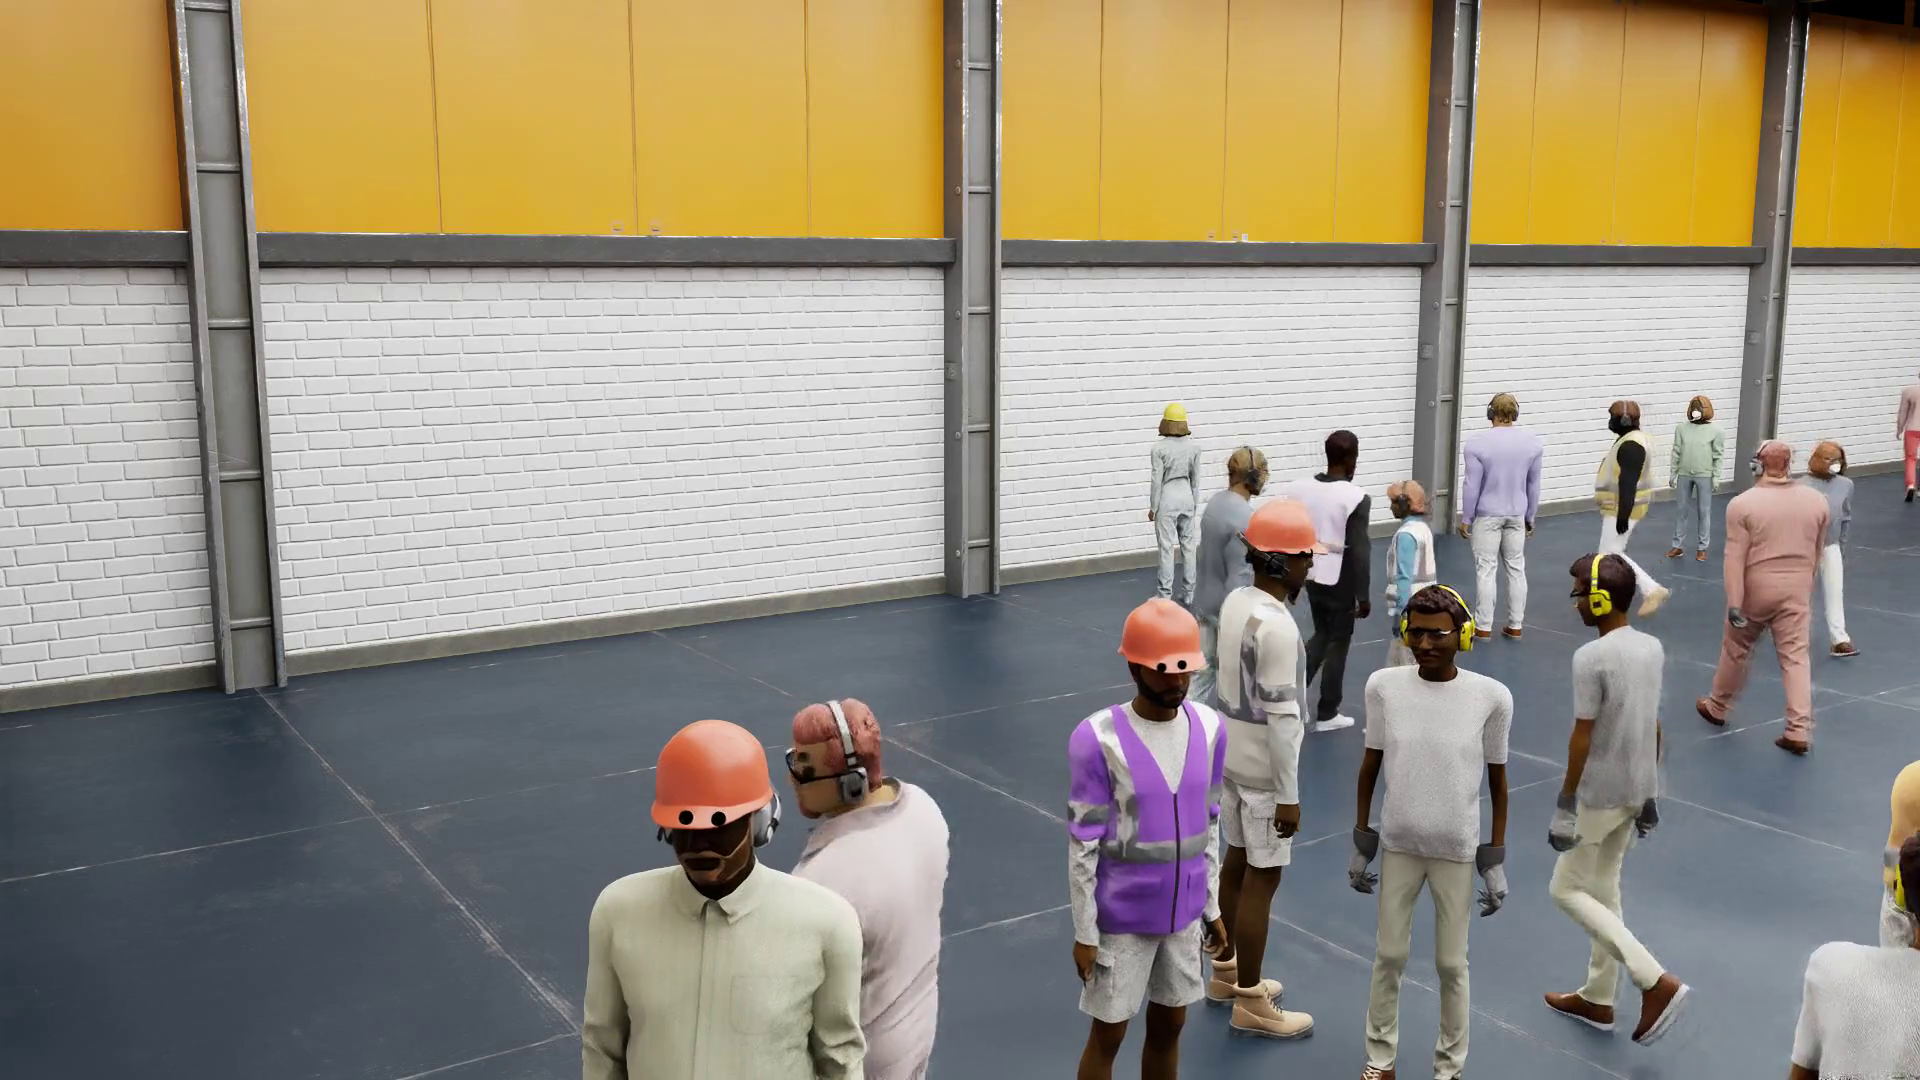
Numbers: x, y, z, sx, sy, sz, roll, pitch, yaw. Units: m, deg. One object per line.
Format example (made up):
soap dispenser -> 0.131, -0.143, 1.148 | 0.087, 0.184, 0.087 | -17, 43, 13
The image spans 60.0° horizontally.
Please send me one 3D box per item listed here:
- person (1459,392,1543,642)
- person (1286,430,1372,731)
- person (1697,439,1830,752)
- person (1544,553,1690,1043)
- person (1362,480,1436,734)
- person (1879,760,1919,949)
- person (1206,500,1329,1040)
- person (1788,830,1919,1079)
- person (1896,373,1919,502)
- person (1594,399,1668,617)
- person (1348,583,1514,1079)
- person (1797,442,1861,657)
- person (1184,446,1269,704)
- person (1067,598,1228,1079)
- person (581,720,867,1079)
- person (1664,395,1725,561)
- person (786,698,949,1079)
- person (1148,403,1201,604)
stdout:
person -> 4.162, -0.172, 12.854 | 0.629, 1.939, 0.371 | -1, 9, -7
person -> 2.295, 0.259, 10.349 | 0.464, 1.899, 0.599 | -6, 11, -33
person -> 4.945, 0.318, 10.163 | 0.648, 1.855, 0.986 | 0, 9, 1
person -> 2.470, 0.976, 6.196 | 0.566, 1.847, 0.560 | -7, 12, -37
person -> 2.820, 0.453, 10.067 | 0.686, 1.613, 0.556 | 4, 10, 25
person -> 2.788, 1.213, 4.509 | 0.548, 1.937, 0.358 | 1, 9, 6
person -> 1.175, 0.857, 6.335 | 0.393, 2.041, 0.613 | -1, 10, -9
person -> 1.874, 1.458, 3.373 | 0.644, 1.828, 0.518 | -3, 10, -17
person -> 11.878, -1.345, 20.538 | 0.523, 1.731, 0.848 | 4, 10, 25
person -> 5.445, -0.232, 13.550 | 0.540, 1.824, 0.632 | 3, 10, 19
person -> 1.587, 1.060, 5.641 | 0.533, 1.868, 0.310 | 4, 10, 24
person -> 6.420, 0.073, 12.358 | 0.523, 1.594, 0.811 | 0, 9, -2
person -> 1.522, 0.421, 9.452 | 0.712, 1.904, 0.641 | -2, 10, -13
person -> 0.589, 1.123, 5.050 | 0.548, 1.936, 0.378 | -5, 10, -26
person -> -0.504, 1.347, 3.528 | 0.611, 1.996, 0.378 | 1, 9, 4
person -> 7.265, -0.615, 16.439 | 0.497, 1.633, 0.285 | 9, 13, 42
person -> -0.235, 1.293, 4.202 | 0.578, 1.878, 0.737 | 4, 10, 24
person -> 1.824, -0.303, 14.231 | 0.486, 1.744, 0.294 | -4, 10, -25
